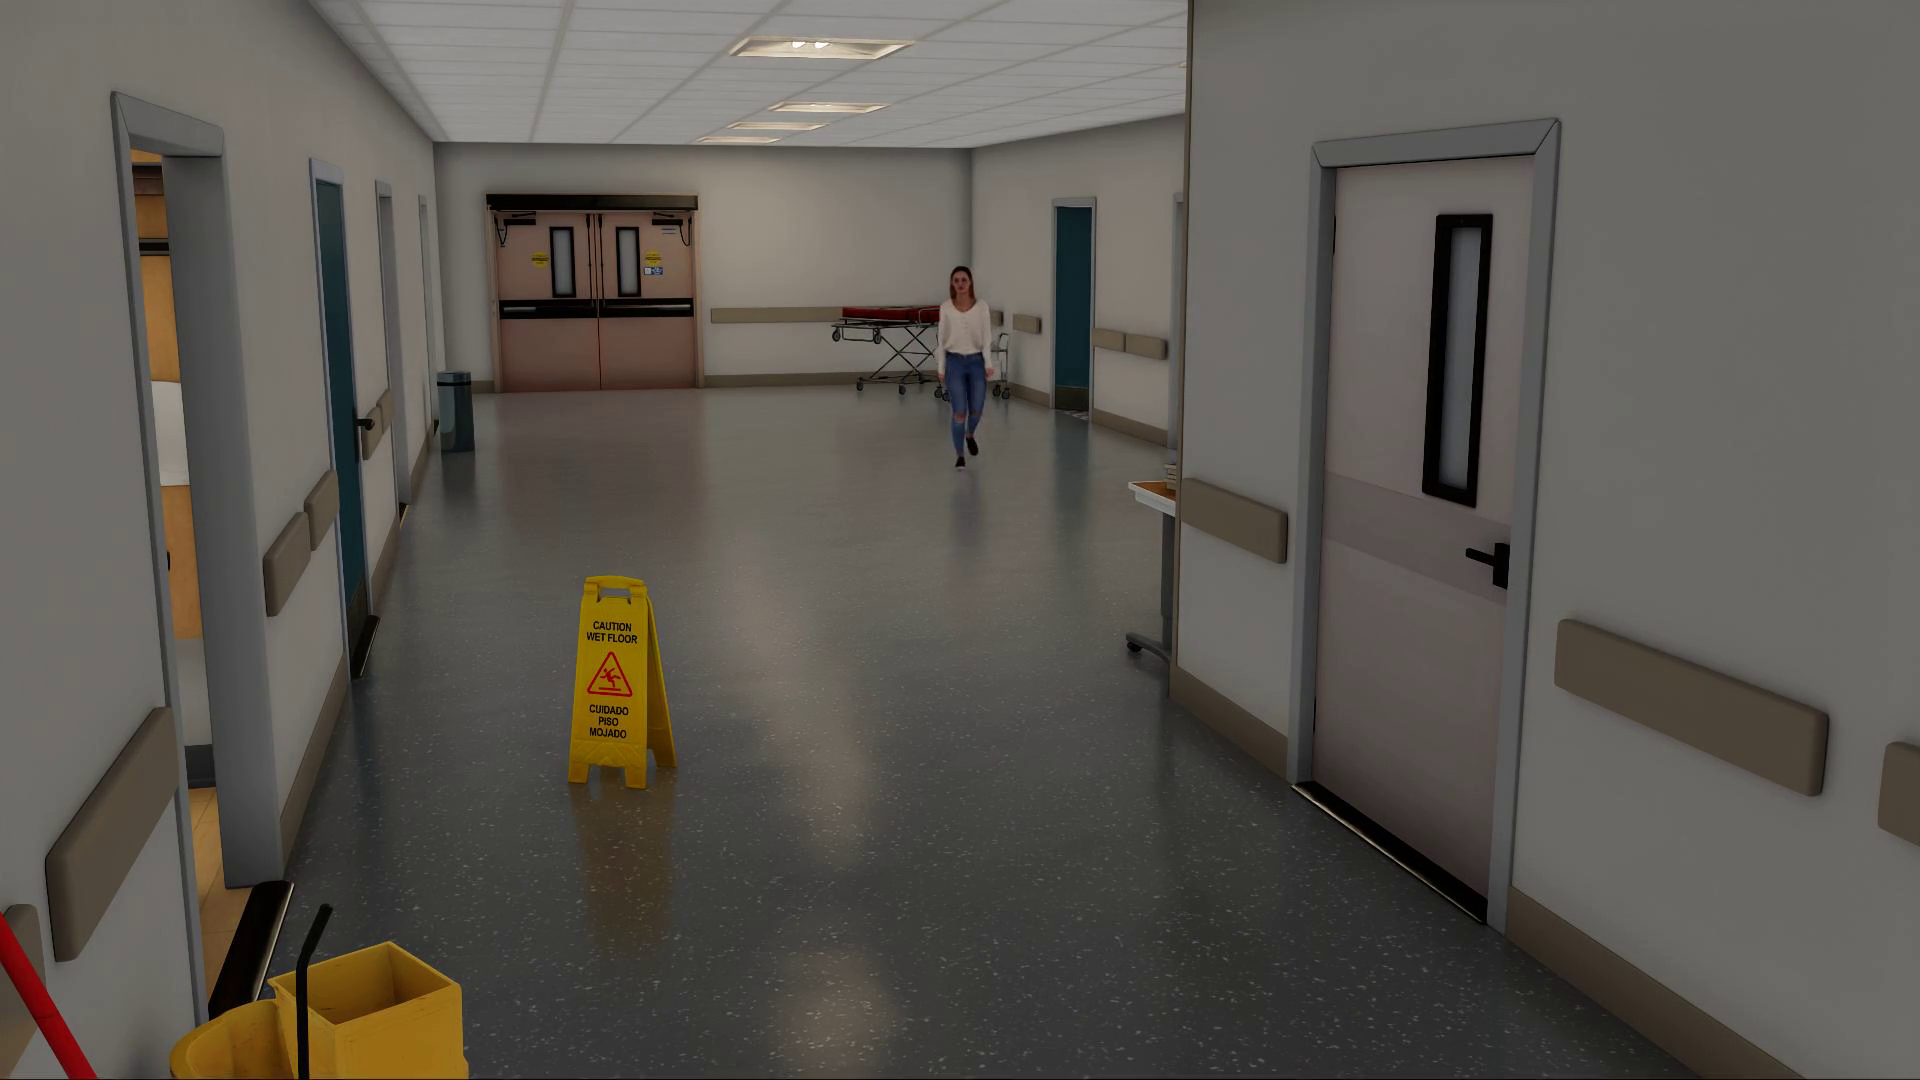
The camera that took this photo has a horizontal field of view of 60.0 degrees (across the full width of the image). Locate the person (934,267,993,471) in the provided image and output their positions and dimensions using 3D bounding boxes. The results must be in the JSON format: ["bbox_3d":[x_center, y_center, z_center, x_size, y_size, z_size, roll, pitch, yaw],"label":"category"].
[{"bbox_3d":[0.037,-1.430,13.897,0.728,1.681,0.842,0,11,-2],"label":"person"}]
